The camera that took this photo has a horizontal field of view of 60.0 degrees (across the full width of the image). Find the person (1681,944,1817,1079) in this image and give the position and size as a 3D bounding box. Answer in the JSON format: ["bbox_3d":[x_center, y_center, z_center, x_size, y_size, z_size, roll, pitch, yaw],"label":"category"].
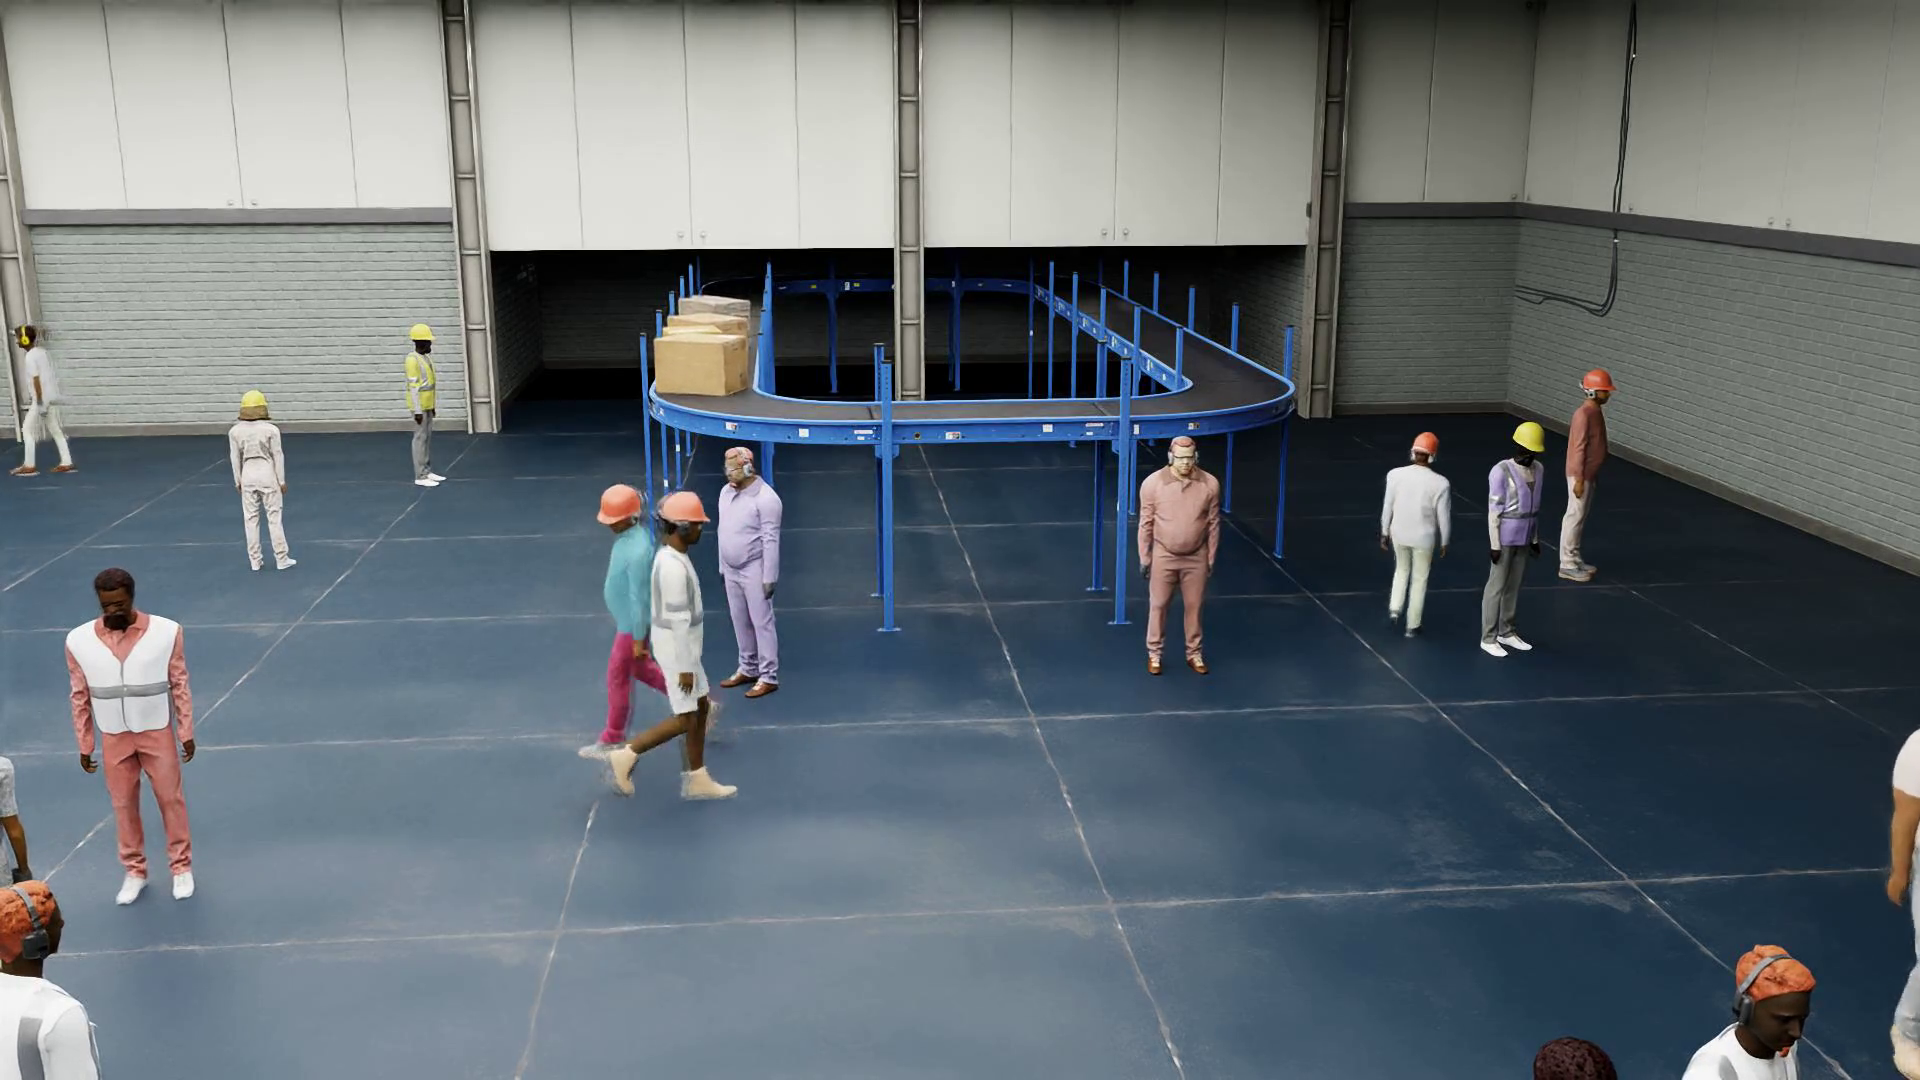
[{"bbox_3d":[2.339,2.104,5.057,0.574,1.884,0.361,-13,19,-42],"label":"person"}]

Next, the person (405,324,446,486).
[{"bbox_3d":[-6.390,-1.613,19.839,0.384,1.928,0.588,0,14,0],"label":"person"}]

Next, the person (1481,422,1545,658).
[{"bbox_3d":[4.502,-0.015,13.468,0.587,1.916,0.392,-9,17,-32],"label":"person"}]

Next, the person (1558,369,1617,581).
[{"bbox_3d":[5.933,-0.624,15.743,0.393,1.995,0.612,9,17,32],"label":"person"}]

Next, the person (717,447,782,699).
[{"bbox_3d":[-1.614,0.231,12.538,0.653,1.895,0.400,14,19,43],"label":"person"}]

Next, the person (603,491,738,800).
[{"bbox_3d":[-1.835,0.697,10.425,0.738,2.016,0.638,-1,14,-6],"label":"person"}]

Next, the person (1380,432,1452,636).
[{"bbox_3d":[3.838,-0.049,13.956,0.589,1.735,0.375,11,17,36],"label":"person"}]

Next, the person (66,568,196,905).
[{"bbox_3d":[-4.544,1.063,9.178,0.598,1.910,0.403,-4,15,-17],"label":"person"}]

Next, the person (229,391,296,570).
[{"bbox_3d":[-6.751,-0.573,16.059,0.486,1.740,0.313,0,14,-1],"label":"person"}]

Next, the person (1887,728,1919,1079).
[{"bbox_3d":[4.470,1.463,7.299,0.706,2.000,0.540,2,14,10],"label":"person"}]

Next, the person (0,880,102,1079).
[{"bbox_3d":[-2.978,2.004,5.458,0.577,1.883,0.353,6,15,23],"label":"person"}]

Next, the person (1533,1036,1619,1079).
[{"bbox_3d":[1.562,2.213,4.571,0.587,1.911,0.397,-7,16,-27],"label":"person"}]

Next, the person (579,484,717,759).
[{"bbox_3d":[-2.134,0.541,11.234,0.895,1.935,0.662,-4,15,-15],"label":"person"}]

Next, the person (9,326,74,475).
[{"bbox_3d":[-11.380,-1.704,20.390,0.820,1.838,0.528,-2,14,-7],"label":"person"}]

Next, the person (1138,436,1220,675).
[{"bbox_3d":[1.699,0.129,12.931,0.639,1.900,0.401,0,14,-2],"label":"person"}]
